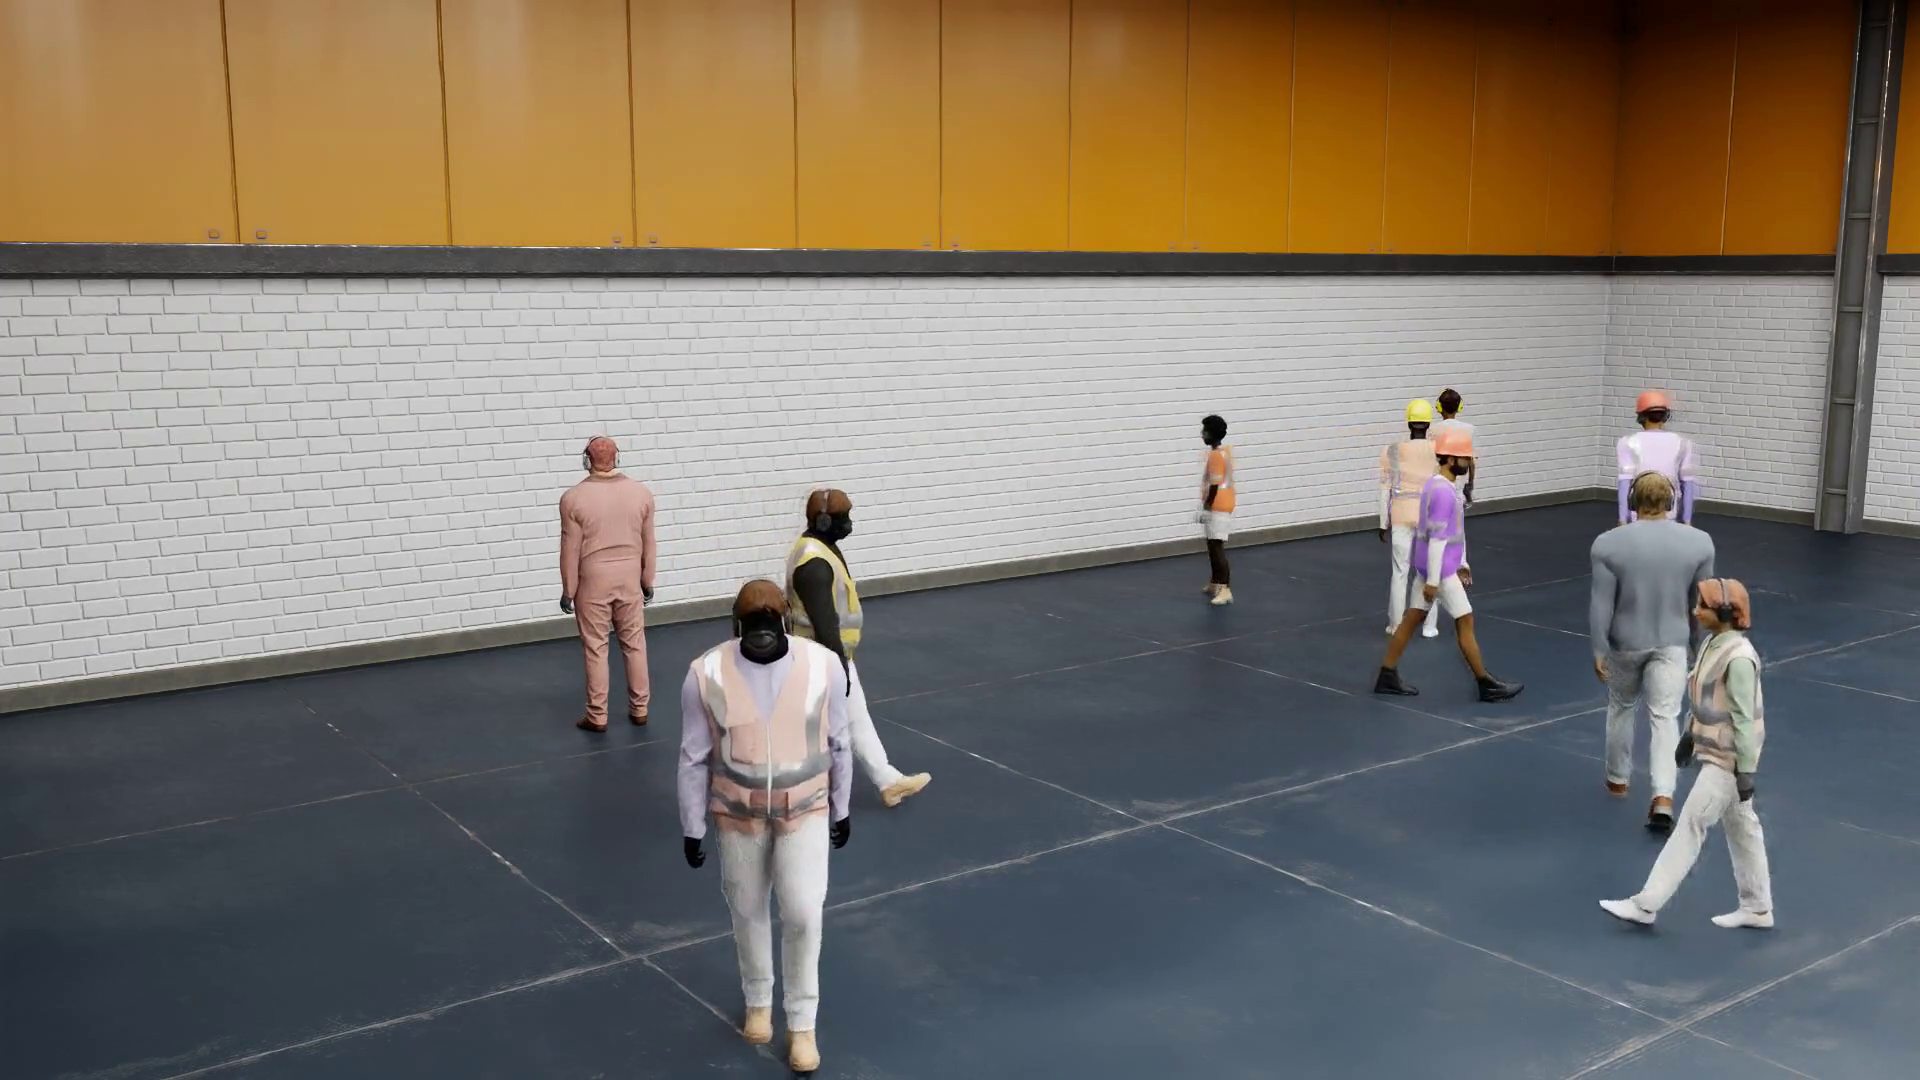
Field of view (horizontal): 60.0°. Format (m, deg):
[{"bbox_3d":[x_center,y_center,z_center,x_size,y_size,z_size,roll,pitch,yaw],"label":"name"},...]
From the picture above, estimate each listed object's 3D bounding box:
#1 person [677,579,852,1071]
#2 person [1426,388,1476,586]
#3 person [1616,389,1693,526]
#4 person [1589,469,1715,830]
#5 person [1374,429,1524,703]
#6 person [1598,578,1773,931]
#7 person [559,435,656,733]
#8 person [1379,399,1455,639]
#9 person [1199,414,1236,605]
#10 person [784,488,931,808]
[{"bbox_3d":[-0.719,1.053,6.175,0.654,1.816,0.727,-1,9,-5],"label":"person"},{"bbox_3d":[4.500,-0.465,15.397,0.535,1.864,0.309,0,9,-3],"label":"person"},{"bbox_3d":[5.657,-0.210,13.490,0.629,1.997,0.874,1,9,5],"label":"person"},{"bbox_3d":[3.700,0.567,8.945,0.631,1.901,0.986,3,10,18],"label":"person"},{"bbox_3d":[3.344,0.176,11.382,0.996,1.884,0.547,1,9,7],"label":"person"},{"bbox_3d":[3.273,0.963,7.389,0.827,1.599,0.551,2,9,14],"label":"person"},{"bbox_3d":[-2.273,0.278,10.692,0.652,1.904,0.403,-6,11,-34],"label":"person"},{"bbox_3d":[3.651,-0.164,13.338,0.588,1.930,0.364,2,9,13],"label":"person"},{"bbox_3d":[2.285,-0.278,14.827,0.332,1.682,0.732,1,9,7],"label":"person"},{"bbox_3d":[-0.640,0.619,8.916,0.953,1.791,0.658,0,9,3],"label":"person"}]
